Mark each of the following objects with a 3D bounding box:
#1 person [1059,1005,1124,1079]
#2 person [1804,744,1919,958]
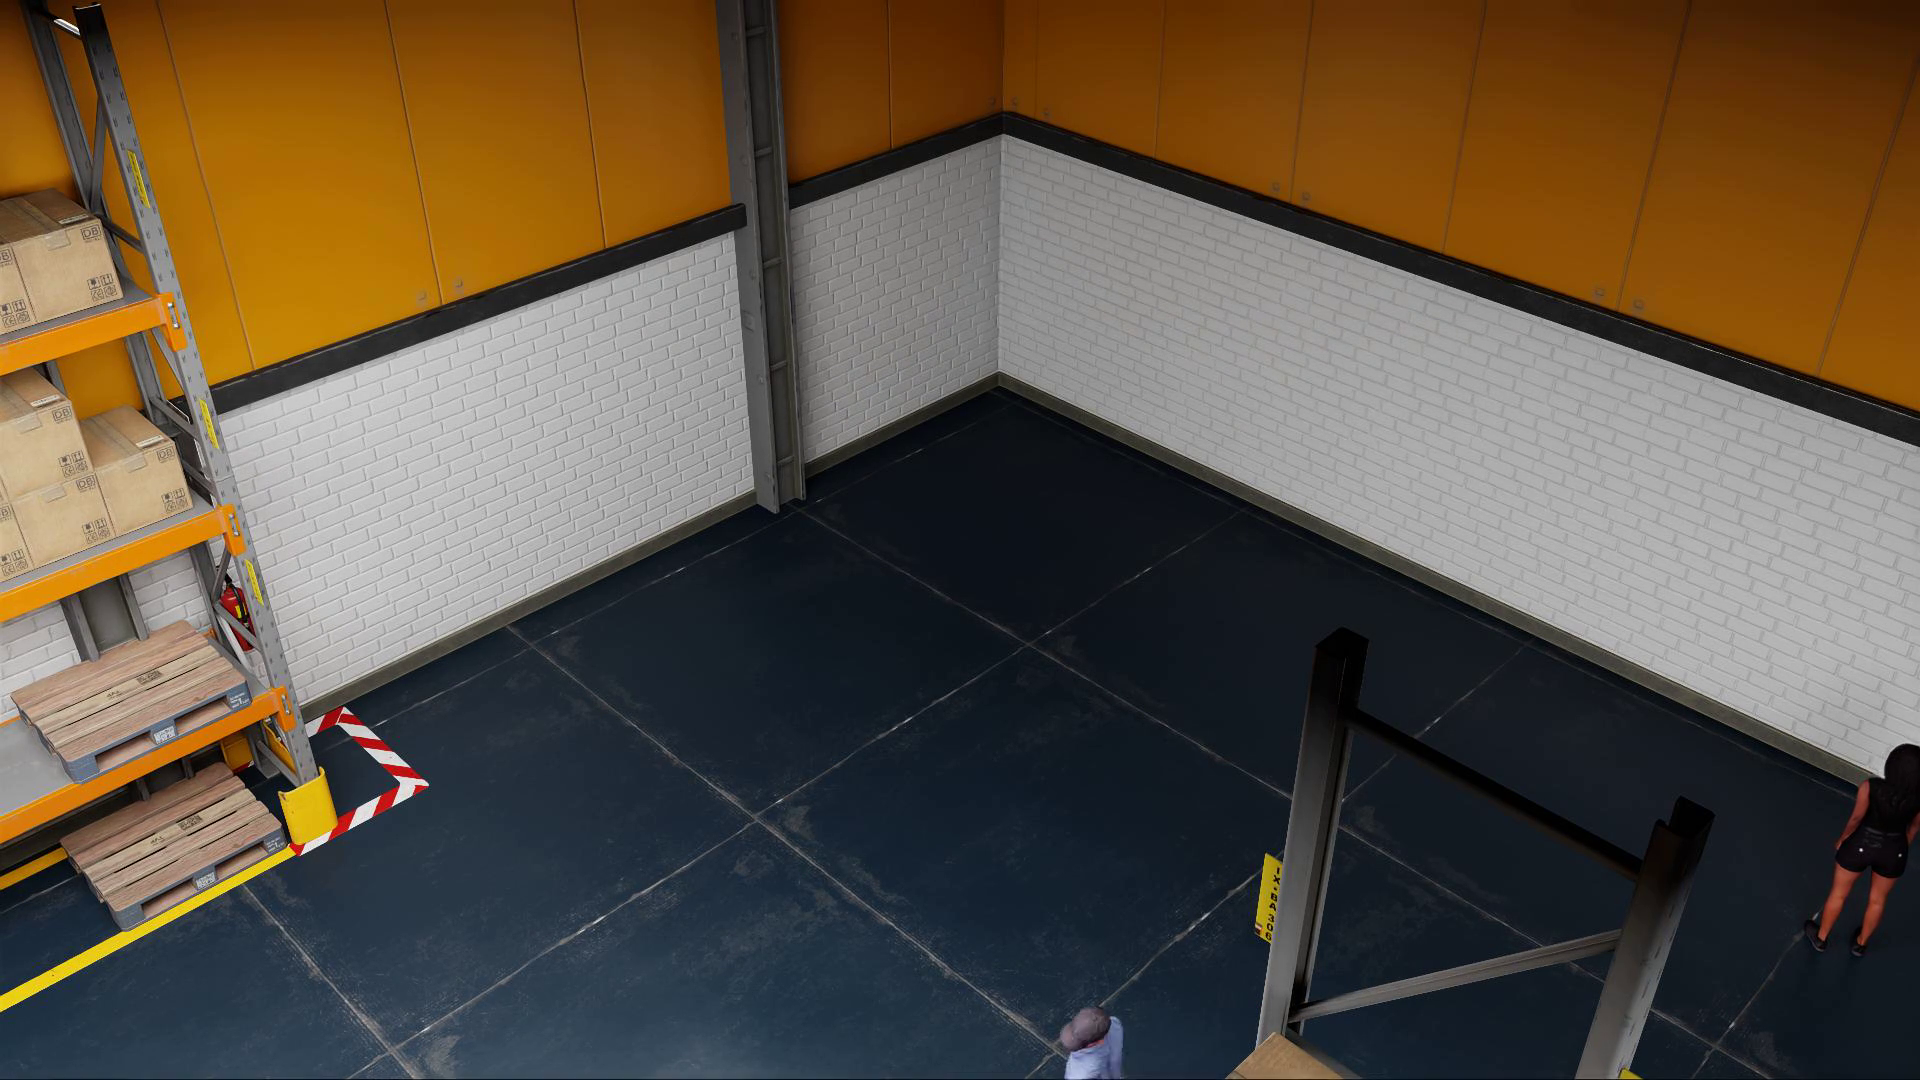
[{"bbox_3d":[0.740,3.165,9.066,0.883,1.836,0.660,28,43,35],"label":"person"},{"bbox_3d":[5.967,2.027,10.862,0.678,1.743,0.691,7,34,11],"label":"person"}]
